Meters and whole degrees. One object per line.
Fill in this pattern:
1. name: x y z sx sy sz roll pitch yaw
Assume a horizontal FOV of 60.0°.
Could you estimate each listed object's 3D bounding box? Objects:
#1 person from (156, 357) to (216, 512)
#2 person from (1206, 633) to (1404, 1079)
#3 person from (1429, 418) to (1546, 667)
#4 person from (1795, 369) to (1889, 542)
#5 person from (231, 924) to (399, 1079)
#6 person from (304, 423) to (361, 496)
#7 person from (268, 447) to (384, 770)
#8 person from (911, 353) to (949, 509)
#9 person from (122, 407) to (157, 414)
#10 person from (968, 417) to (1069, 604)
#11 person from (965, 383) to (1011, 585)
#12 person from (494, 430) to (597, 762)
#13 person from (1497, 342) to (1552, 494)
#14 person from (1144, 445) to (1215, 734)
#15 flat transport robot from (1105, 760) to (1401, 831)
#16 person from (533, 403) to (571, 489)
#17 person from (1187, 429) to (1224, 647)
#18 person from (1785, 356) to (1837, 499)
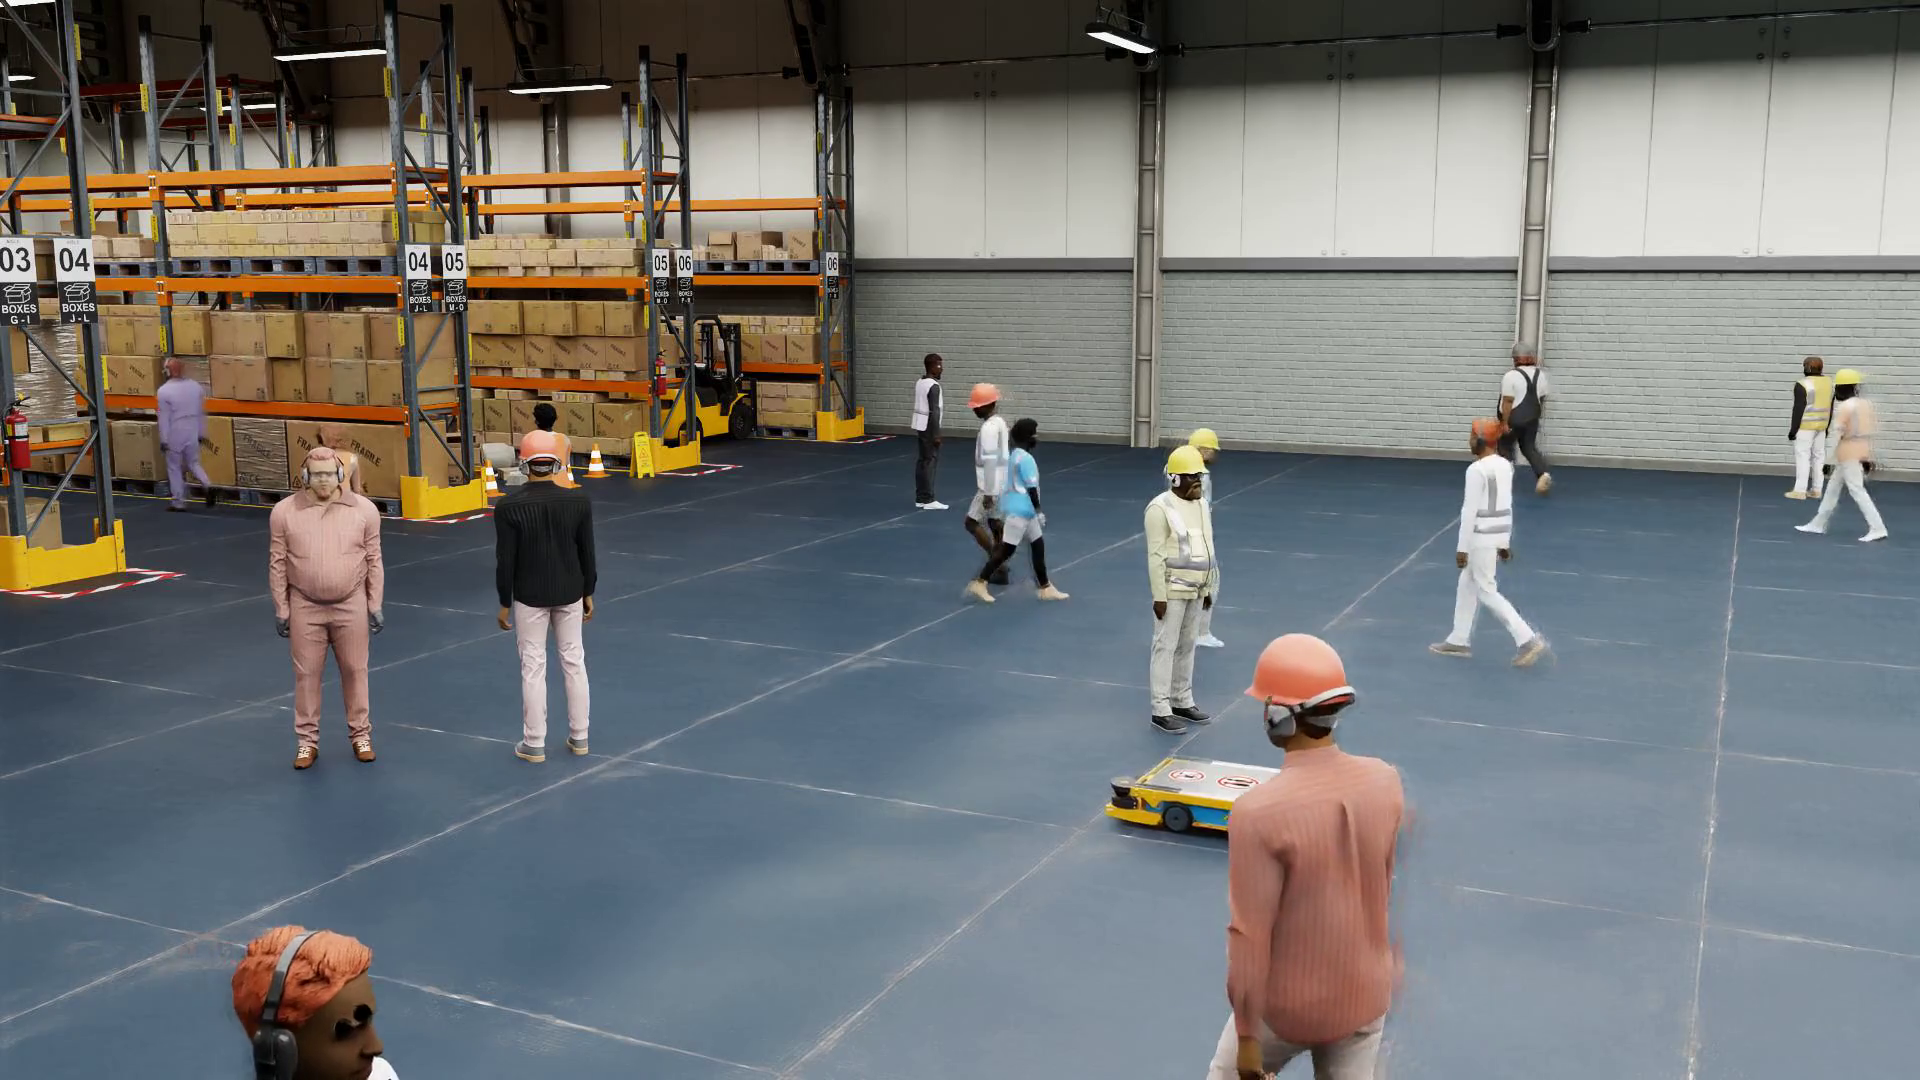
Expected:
1. person: -9.407 -1.267 20.138 0.590 1.890 0.659 5 10 27
2. person: 0.932 1.229 4.600 0.643 1.973 0.644 -5 10 -27
3. person: 3.982 0.017 12.400 0.902 1.855 0.619 8 12 42
4. person: 9.731 -0.930 18.164 0.596 1.874 1.016 -8 12 -41
5. person: -1.045 1.566 2.819 0.430 1.880 0.599 3 10 16
6. person: -5.495 -0.213 14.503 0.718 1.609 0.550 9 13 43
7. person: -3.751 0.398 9.887 0.639 1.908 0.409 -4 10 -22
8. person: -0.390 -1.338 20.499 0.391 1.916 0.590 -3 10 -20
9. person: -11.960 -1.967 24.293 0.374 1.935 0.551 9 13 44
10. person: 0.500 -0.257 14.649 0.885 1.659 0.527 0 9 -2
11. person: 0.268 -0.503 15.390 0.430 1.907 0.604 2 10 13
12. person: -2.484 0.336 9.996 0.608 1.995 0.376 -6 11 -31
13. person: 7.387 -1.615 21.814 0.689 2.000 0.901 -4 10 -21
14. person: 1.429 0.307 10.662 0.403 1.834 0.589 8 12 40
15. flat transport robot: 1.557 1.387 8.822 1.431 0.197 0.652 5 10 26
16. person: -3.859 -0.446 15.694 0.322 1.696 0.530 4 10 22
17. person: 1.840 -0.009 12.964 0.577 1.705 0.501 -3 10 -20
18. person: 10.906 -1.440 21.359 0.633 1.839 0.429 -3 10 -19
